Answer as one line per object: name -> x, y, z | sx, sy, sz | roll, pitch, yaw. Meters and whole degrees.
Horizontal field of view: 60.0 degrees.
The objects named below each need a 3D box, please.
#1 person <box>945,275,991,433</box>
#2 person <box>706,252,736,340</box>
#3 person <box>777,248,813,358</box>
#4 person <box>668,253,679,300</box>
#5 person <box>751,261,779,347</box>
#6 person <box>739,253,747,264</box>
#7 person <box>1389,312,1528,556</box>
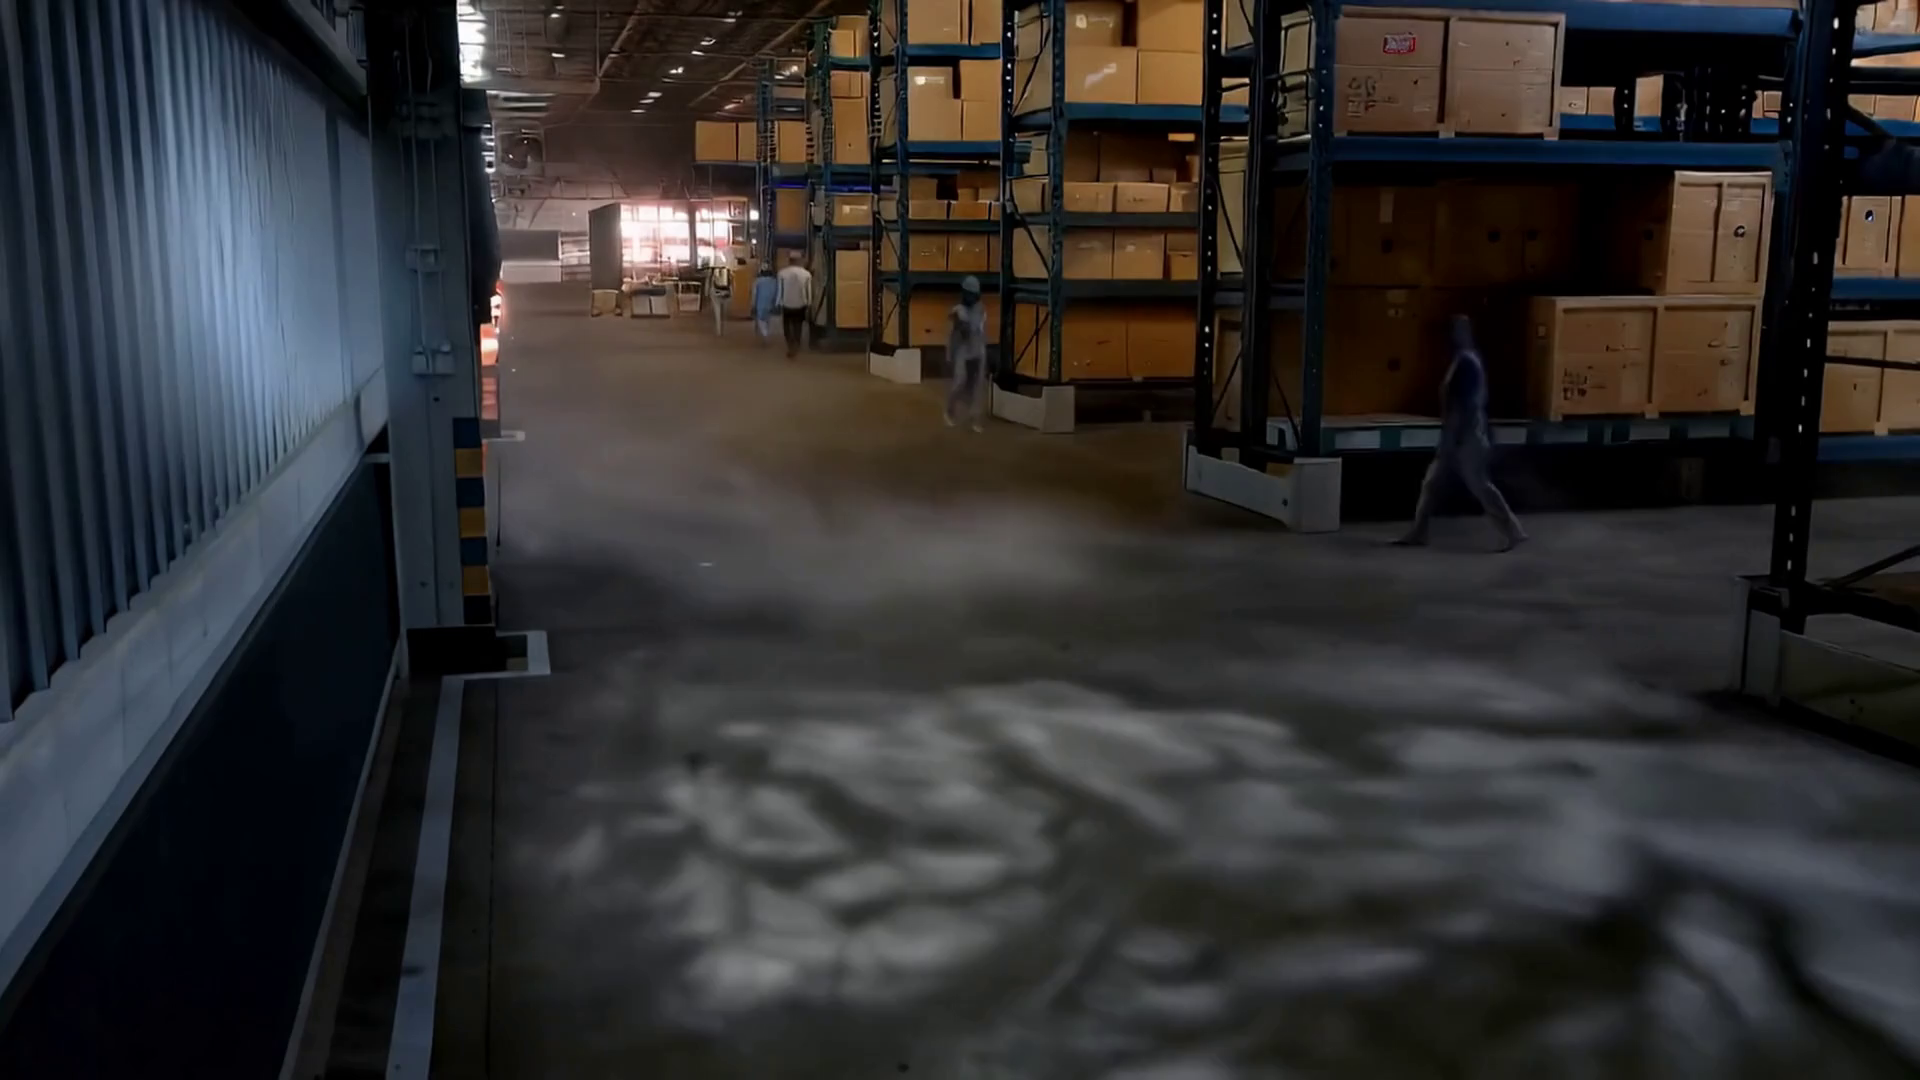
person -> 0.080, -2.029, 18.152 | 0.487, 1.724, 0.461 | -5, 11, -26
person -> -5.206, -5.306, 36.216 | 0.617, 1.899, 0.994 | -3, 10, -17
person -> -2.996, -4.286, 30.170 | 0.652, 1.979, 0.435 | -2, 10, -13
person -> -10.868, -9.996, 63.022 | 0.757, 1.799, 0.581 | -7, 12, -33
person -> -3.874, -4.707, 33.269 | 0.575, 1.731, 0.583 | -5, 11, -24
person -> -7.346, -8.773, 56.138 | 0.912, 1.781, 0.623 | -5, 11, -24
person -> 3.346, -0.698, 10.953 | 0.853, 1.599, 0.521 | 2, 10, 10
